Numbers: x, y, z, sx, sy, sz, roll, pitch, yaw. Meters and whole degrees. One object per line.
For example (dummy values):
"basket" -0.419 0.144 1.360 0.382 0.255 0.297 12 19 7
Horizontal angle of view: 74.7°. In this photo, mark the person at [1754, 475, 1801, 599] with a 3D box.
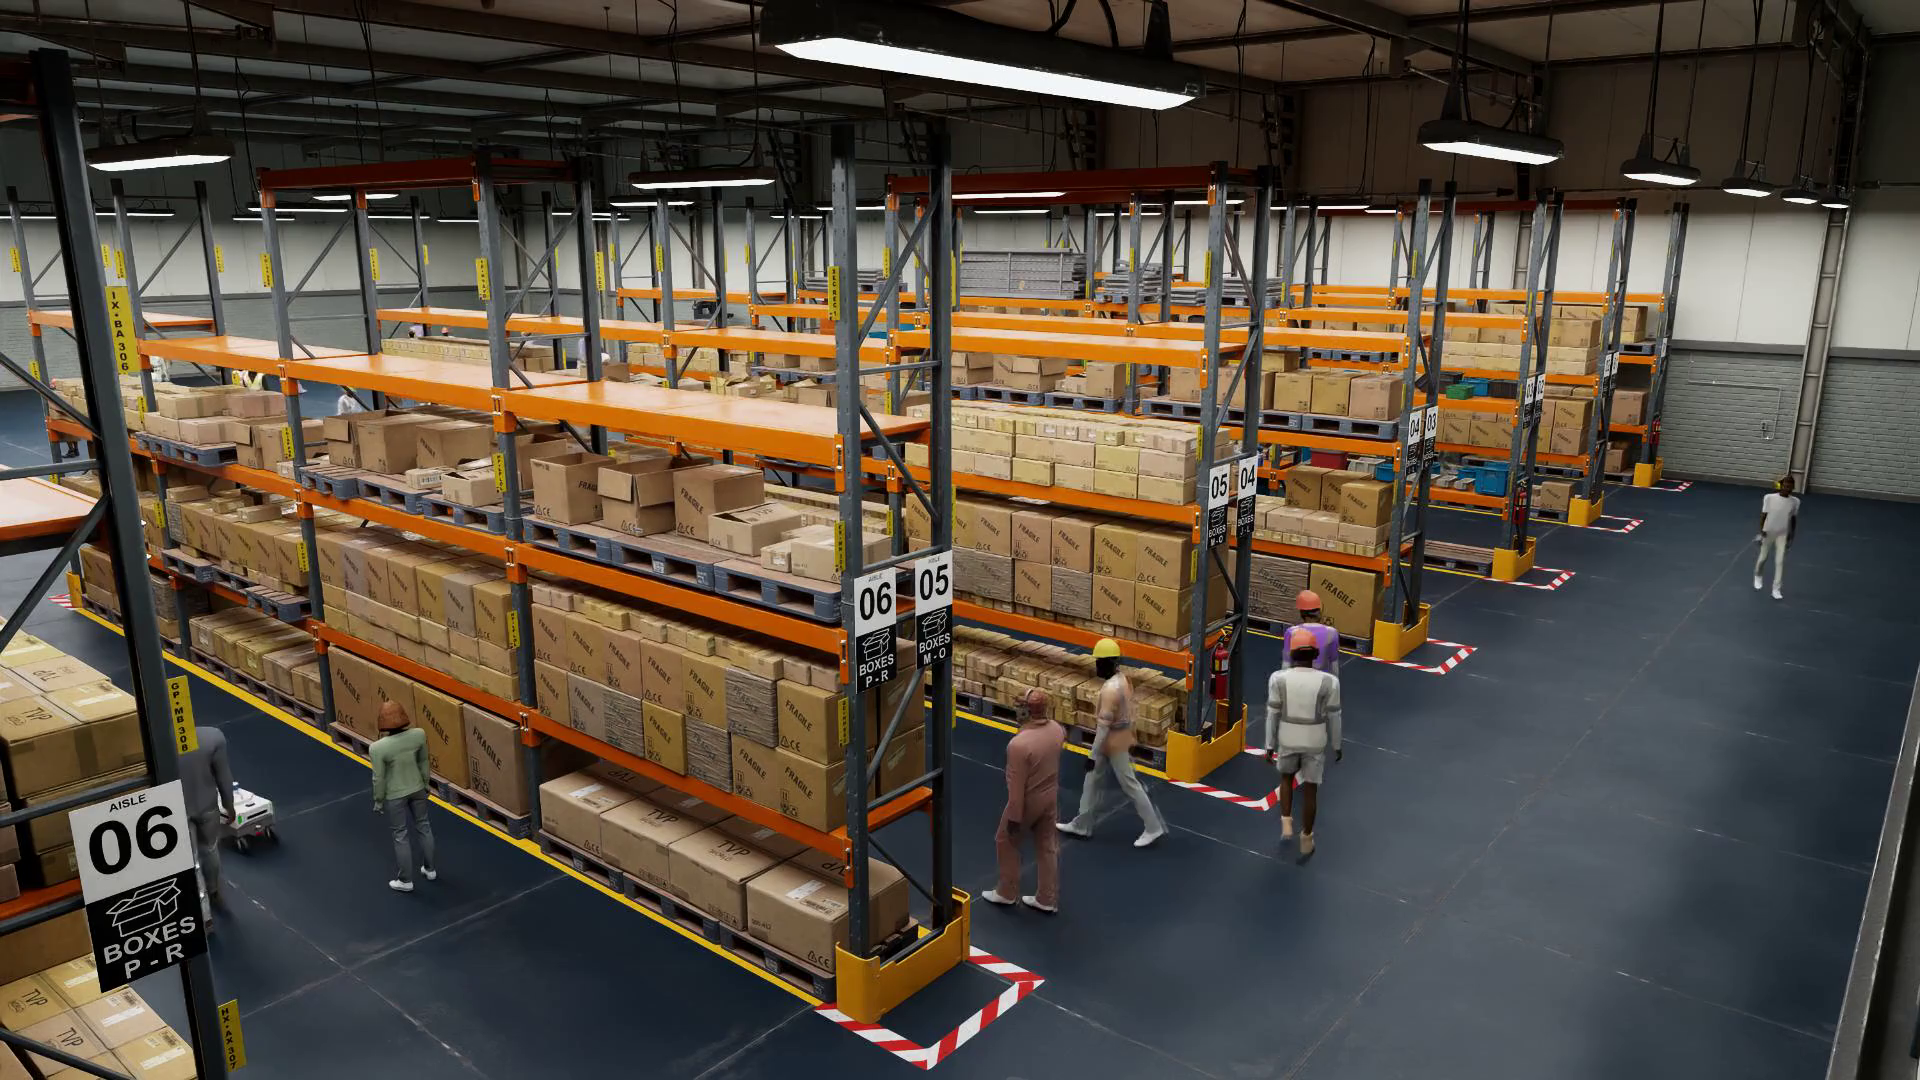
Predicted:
"person" 12.403 -0.087 19.151 0.530 1.845 0.783 6 15 23

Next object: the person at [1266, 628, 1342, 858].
"person" 3.033 1.778 11.104 0.661 2.014 0.524 5 15 20

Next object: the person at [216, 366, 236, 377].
"person" -24.467 -5.681 41.884 0.795 1.976 0.613 5 15 20

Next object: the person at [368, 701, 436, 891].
"person" -4.651 2.121 10.502 0.287 1.631 0.501 10 17 35

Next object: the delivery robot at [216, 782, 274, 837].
"delivery robot" -6.550 2.429 11.376 0.707 0.478 0.477 8 16 29

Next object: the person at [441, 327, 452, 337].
"person" -19.535 -7.142 48.004 0.568 1.918 0.453 -2 14 -10

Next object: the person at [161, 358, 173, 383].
"person" -29.401 -6.605 46.513 0.550 1.577 0.845 -11 17 -37

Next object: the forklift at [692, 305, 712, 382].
"forklift" -9.511 -7.392 47.124 1.873 2.768 1.129 11 17 38

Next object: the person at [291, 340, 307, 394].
"person" -22.693 -5.866 42.914 0.664 1.853 1.010 4 14 16

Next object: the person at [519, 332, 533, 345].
"person" -16.027 -6.759 46.500 0.426 1.884 0.658 6 15 23

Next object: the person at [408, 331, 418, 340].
"person" -20.350 -6.851 46.938 0.518 1.862 0.327 -6 15 -22

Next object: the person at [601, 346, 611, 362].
"person" -11.715 -5.465 41.310 0.647 1.815 0.719 -1 14 -3

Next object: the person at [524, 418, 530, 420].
"person" -9.636 -2.104 27.311 0.660 1.900 0.620 7 15 27

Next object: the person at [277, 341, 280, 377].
"person" -25.862 -7.071 48.060 0.349 1.759 0.522 -13 19 -43

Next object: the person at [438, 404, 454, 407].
"person" -14.000 -3.737 34.116 0.590 1.869 0.478 -4 14 -17

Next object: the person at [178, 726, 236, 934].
"person" -6.123 2.116 9.959 0.652 1.902 0.842 -12 18 -40

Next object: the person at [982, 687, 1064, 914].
"person" 0.481 2.074 10.154 0.722 1.885 0.673 12 18 39

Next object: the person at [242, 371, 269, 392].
"person" -19.925 -4.074 35.696 0.679 1.781 1.004 -3 14 -13

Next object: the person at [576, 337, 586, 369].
"person" -14.163 -6.913 47.154 1.090 1.870 0.643 -5 15 -21

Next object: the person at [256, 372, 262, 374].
"person" -20.542 -4.382 37.041 0.305 1.736 0.484 -11 17 -37

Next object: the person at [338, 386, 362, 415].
"person" -15.073 -2.994 31.253 0.945 1.762 0.628 4 14 15

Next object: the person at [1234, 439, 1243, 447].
"person" 5.407 -1.430 24.913 0.882 1.724 0.565 11 18 39

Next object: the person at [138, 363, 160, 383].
"person" -22.741 -4.054 35.474 0.635 1.841 0.429 1 14 5

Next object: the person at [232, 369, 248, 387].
"person" -21.462 -4.520 37.684 0.533 1.698 0.318 -6 15 -22

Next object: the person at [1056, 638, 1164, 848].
"person" 1.396 1.824 11.254 0.982 1.868 0.702 1 14 6

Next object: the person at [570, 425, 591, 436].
"person" -8.100 -2.003 27.003 0.559 1.851 0.426 -4 14 -17

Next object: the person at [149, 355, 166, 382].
"person" -26.389 -5.491 41.248 0.637 1.911 0.522 -10 17 -34

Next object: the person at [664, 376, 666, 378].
"person" -9.248 -5.087 39.571 0.937 1.905 0.639 3 14 11

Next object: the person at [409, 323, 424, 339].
"person" -22.556 -8.244 52.338 0.628 2.008 0.923 -10 17 -36

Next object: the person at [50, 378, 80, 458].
"person" -22.005 -2.996 30.912 0.375 1.939 0.546 -2 14 -7

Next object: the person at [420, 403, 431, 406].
"person" -15.998 -4.605 37.471 0.637 1.970 0.594 -11 18 -38

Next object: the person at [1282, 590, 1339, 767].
"person" 3.532 1.446 12.699 0.607 1.911 0.427 2 14 8

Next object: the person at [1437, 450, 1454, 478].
"person" 10.574 -1.978 27.378 0.491 1.617 0.525 9 16 32

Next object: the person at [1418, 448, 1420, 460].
"person" 10.458 -2.234 28.278 0.317 1.697 0.540 9 16 33
